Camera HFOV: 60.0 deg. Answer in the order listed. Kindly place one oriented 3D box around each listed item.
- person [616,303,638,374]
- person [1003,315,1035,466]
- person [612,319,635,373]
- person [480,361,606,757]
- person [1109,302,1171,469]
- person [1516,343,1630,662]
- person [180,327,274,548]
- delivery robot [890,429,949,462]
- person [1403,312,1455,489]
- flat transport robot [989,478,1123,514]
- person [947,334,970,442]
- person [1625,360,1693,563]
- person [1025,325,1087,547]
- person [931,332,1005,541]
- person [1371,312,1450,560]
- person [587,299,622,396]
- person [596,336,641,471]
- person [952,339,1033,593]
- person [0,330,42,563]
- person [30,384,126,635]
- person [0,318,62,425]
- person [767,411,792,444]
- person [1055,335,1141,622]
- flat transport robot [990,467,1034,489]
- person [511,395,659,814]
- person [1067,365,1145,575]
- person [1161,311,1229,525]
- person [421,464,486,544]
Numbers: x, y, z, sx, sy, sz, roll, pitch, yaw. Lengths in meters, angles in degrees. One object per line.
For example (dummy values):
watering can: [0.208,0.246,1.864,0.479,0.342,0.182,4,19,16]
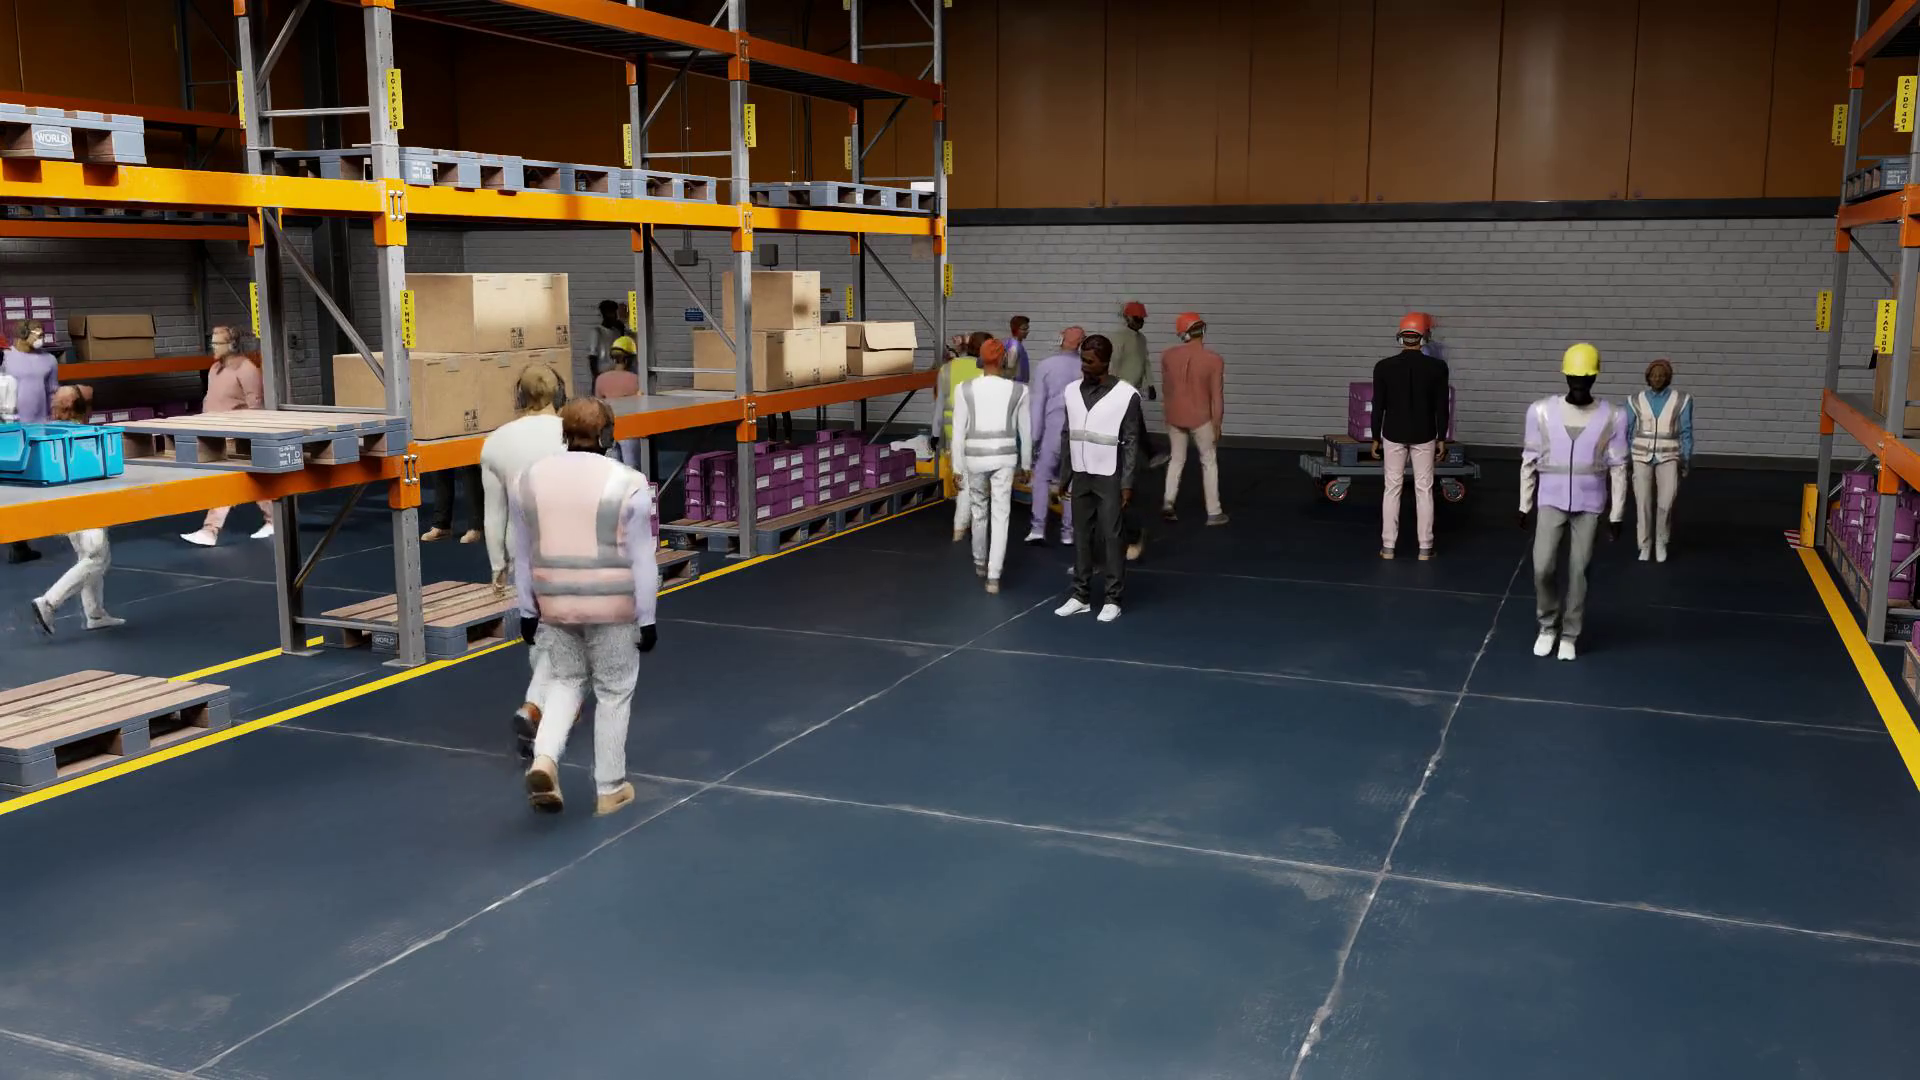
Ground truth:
person: [-4.572,-2.290,22.692,0.949,1.858,0.694,9,13,44]
person: [0.575,-1.744,19.562,0.890,1.802,0.615,0,9,2]
person: [-4.396,-2.101,22.071,0.566,1.673,0.555,-3,10,-19]
person: [-2.037,0.094,8.084,0.635,1.913,0.834,2,10,13]
person: [2.072,-1.812,19.508,1.009,1.936,0.646,6,11,34]
person: [3.638,-0.211,9.899,0.622,1.909,0.458,4,10,23]
person: [-6.223,-0.882,14.161,0.647,1.853,1.008,8,12,41]
delivery robot: [-0.407,-0.980,18.390,0.707,0.478,0.477,4,10,23]
person: [4.926,-1.446,17.476,0.586,1.895,0.569,5,10,26]
flat transport robot: [0.922,-0.451,16.327,0.652,0.197,1.431,-6,11,-31]
person: [0.057,-1.575,19.141,0.845,1.586,0.501,-2,10,-11]
person: [5.519,-0.618,13.224,0.545,1.620,0.455,5,11,28]
person: [0.906,-0.879,14.106,0.696,1.866,0.448,-3,10,-15]
person: [0.142,-0.918,14.568,0.660,1.796,0.898,4,10,25]
person: [3.625,-0.832,13.417,0.610,1.996,0.386,3,10,19]
person: [-4.677,-2.156,21.603,0.787,1.945,0.608,5,11,29]
person: [-2.995,-0.929,14.757,0.522,1.748,0.442,5,11,28]
person: [0.242,-0.567,12.312,0.597,1.827,1.007,0,9,0]
person: [-7.613,-0.706,12.960,0.546,1.910,0.851,1,9,6]
person: [-5.672,-0.183,10.620,0.518,1.618,0.583,6,11,34]
person: [-8.439,-1.046,15.019,0.368,1.908,0.686,5,11,28]
person: [-2.367,-1.986,21.311,0.533,1.697,0.322,-8,12,-39]
person: [0.930,-0.418,11.159,0.587,1.914,0.391,7,12,37]
flat transport robot: [0.381,-0.672,17.666,0.652,0.197,1.431,-4,10,-21]
person: [-1.591,0.305,7.037,0.641,1.826,0.571,2,10,13]
person: [1.120,-0.650,12.847,0.530,1.824,0.741,9,13,43]
person: [2.112,-1.099,15.140,0.640,1.961,0.580,5,10,26]
person: [-4.357,-0.981,14.184,0.690,2.000,0.538,3,10,19]
